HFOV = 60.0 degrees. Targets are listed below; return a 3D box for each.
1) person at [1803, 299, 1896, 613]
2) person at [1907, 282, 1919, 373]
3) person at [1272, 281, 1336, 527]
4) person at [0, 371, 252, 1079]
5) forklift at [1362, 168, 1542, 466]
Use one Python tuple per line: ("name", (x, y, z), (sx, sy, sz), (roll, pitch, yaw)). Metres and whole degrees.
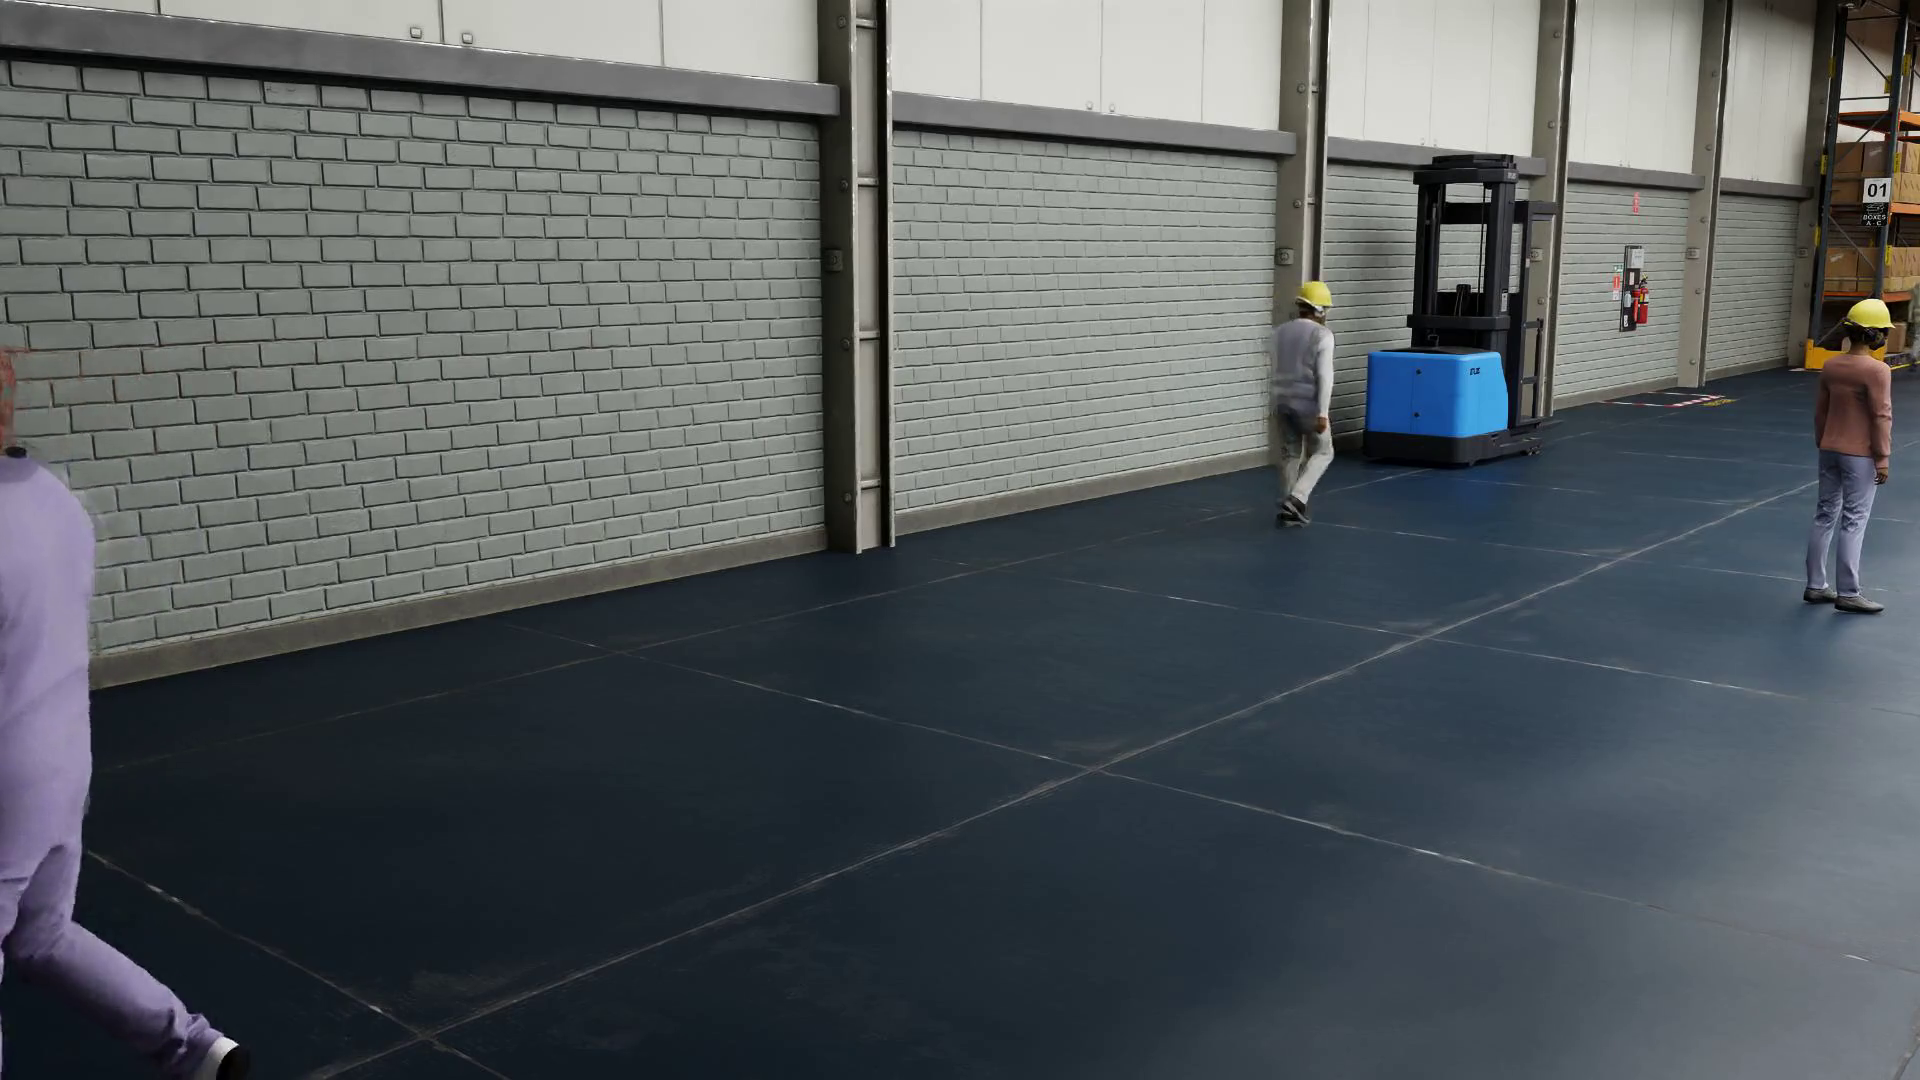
("person", (5.107, -0.484, 9.498), (0.313, 1.767, 0.534), (-2, 10, -11))
("person", (15.697, -3.570, 26.936), (0.418, 1.811, 0.607), (-10, 14, -43))
("person", (2.536, -0.990, 12.241), (0.427, 1.812, 0.615), (-7, 12, -36))
("person", (-1.960, 0.523, 3.422), (0.738, 1.888, 0.667), (-1, 10, -6))
("forklift", (4.875, -2.212, 16.287), (1.129, 2.768, 1.873), (8, 13, 40))
